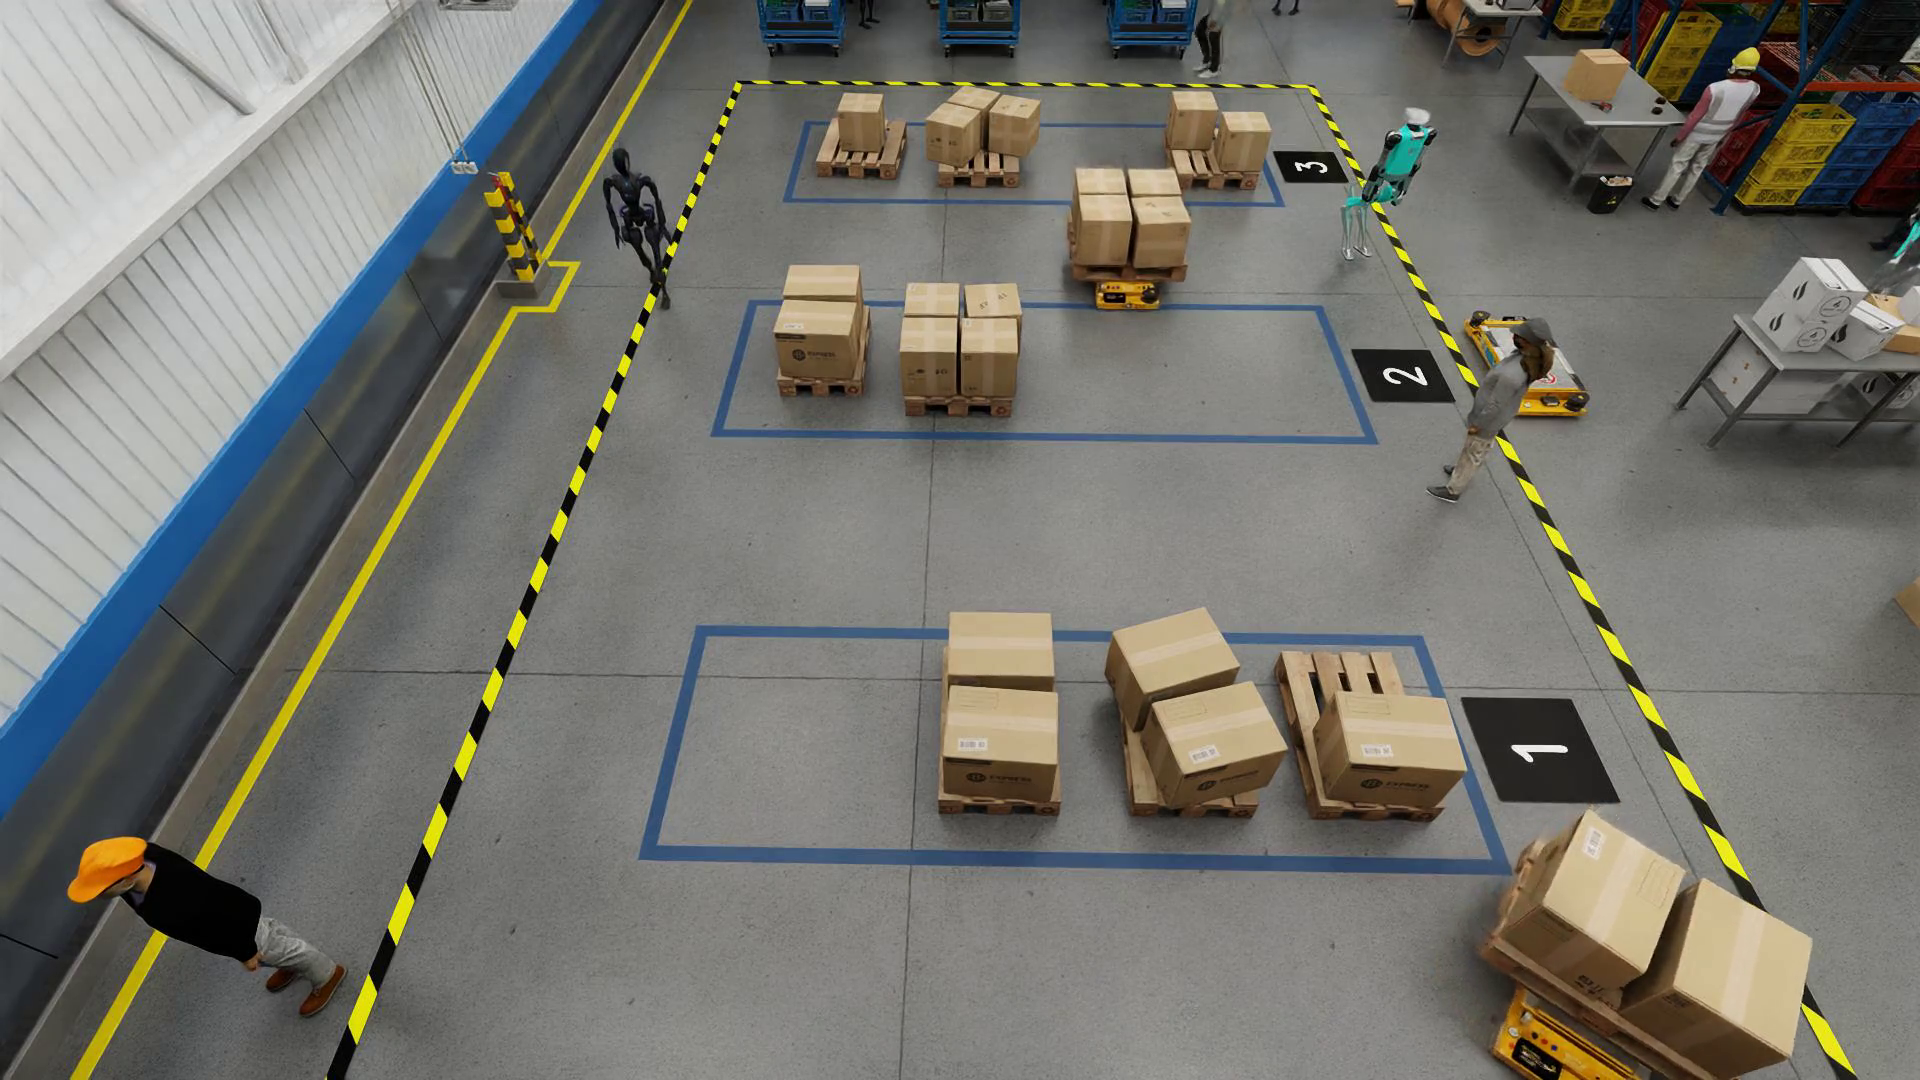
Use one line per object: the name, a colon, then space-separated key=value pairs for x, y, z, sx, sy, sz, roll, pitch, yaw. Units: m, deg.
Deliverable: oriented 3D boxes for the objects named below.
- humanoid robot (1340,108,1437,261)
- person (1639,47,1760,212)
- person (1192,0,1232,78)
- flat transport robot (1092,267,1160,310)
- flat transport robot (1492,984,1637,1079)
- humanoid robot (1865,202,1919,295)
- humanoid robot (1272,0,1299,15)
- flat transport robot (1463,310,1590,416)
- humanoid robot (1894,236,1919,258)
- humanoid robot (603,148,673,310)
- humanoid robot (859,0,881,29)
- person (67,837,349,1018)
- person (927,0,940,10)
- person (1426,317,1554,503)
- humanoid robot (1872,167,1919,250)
humanoid robot: x=4.466 y=-3.854 z=9.809 sx=0.533 sy=1.677 sz=0.735 roll=-11 pitch=50 yaw=-9
person: x=8.544 y=-4.678 z=10.546 sx=0.588 sy=1.834 sz=0.404 roll=1 pitch=49 yaw=1
person: x=3.620 y=-7.520 z=13.007 sx=0.509 sy=1.831 sz=0.614 roll=2 pitch=49 yaw=2
flat transport robot: x=1.801 y=-3.053 z=10.158 sx=0.652 sy=0.197 sz=1.431 roll=1 pitch=49 yaw=1
flat transport robot: x=3.680 y=2.554 z=5.304 sx=0.652 sy=0.197 sz=1.431 roll=31 pitch=56 yaw=24
humanoid robot: x=9.987 y=-3.201 z=9.372 sx=0.783 sy=1.855 sz=0.530 roll=-36 pitch=58 yaw=-27
humanoid robot: x=5.493 y=-9.311 z=14.666 sx=0.609 sy=1.645 sz=0.390 roll=21 pitch=52 yaw=17
flat transport robot: x=5.573 y=-1.757 z=9.054 sx=0.659 sy=0.231 sz=1.431 roll=1 pitch=49 yaw=1
humanoid robot: x=10.714 y=-3.736 z=9.706 sx=0.533 sy=1.677 sz=0.735 roll=23 pitch=53 yaw=19
humanoid robot: x=-3.289 y=-3.249 z=9.446 sx=0.587 sy=1.638 sz=0.762 roll=-7 pitch=50 yaw=-6
humanoid robot: x=-1.448 y=-8.992 z=14.375 sx=0.315 sy=1.657 sz=0.599 roll=25 pitch=54 yaw=20
person: x=-3.823 y=1.996 z=4.738 sx=0.587 sy=1.884 sz=0.361 roll=23 pitch=53 yaw=19
person: x=-0.407 y=-9.693 z=14.820 sx=0.372 sy=1.939 sz=0.626 roll=-7 pitch=49 yaw=-6
person: x=4.322 y=-1.034 z=7.435 sx=0.401 sy=1.767 sz=0.571 roll=36 pitch=58 yaw=27
humanoid robot: x=10.788 y=-3.971 z=10.050 sx=0.500 sy=1.633 sz=0.599 roll=-2 pitch=49 yaw=-1
